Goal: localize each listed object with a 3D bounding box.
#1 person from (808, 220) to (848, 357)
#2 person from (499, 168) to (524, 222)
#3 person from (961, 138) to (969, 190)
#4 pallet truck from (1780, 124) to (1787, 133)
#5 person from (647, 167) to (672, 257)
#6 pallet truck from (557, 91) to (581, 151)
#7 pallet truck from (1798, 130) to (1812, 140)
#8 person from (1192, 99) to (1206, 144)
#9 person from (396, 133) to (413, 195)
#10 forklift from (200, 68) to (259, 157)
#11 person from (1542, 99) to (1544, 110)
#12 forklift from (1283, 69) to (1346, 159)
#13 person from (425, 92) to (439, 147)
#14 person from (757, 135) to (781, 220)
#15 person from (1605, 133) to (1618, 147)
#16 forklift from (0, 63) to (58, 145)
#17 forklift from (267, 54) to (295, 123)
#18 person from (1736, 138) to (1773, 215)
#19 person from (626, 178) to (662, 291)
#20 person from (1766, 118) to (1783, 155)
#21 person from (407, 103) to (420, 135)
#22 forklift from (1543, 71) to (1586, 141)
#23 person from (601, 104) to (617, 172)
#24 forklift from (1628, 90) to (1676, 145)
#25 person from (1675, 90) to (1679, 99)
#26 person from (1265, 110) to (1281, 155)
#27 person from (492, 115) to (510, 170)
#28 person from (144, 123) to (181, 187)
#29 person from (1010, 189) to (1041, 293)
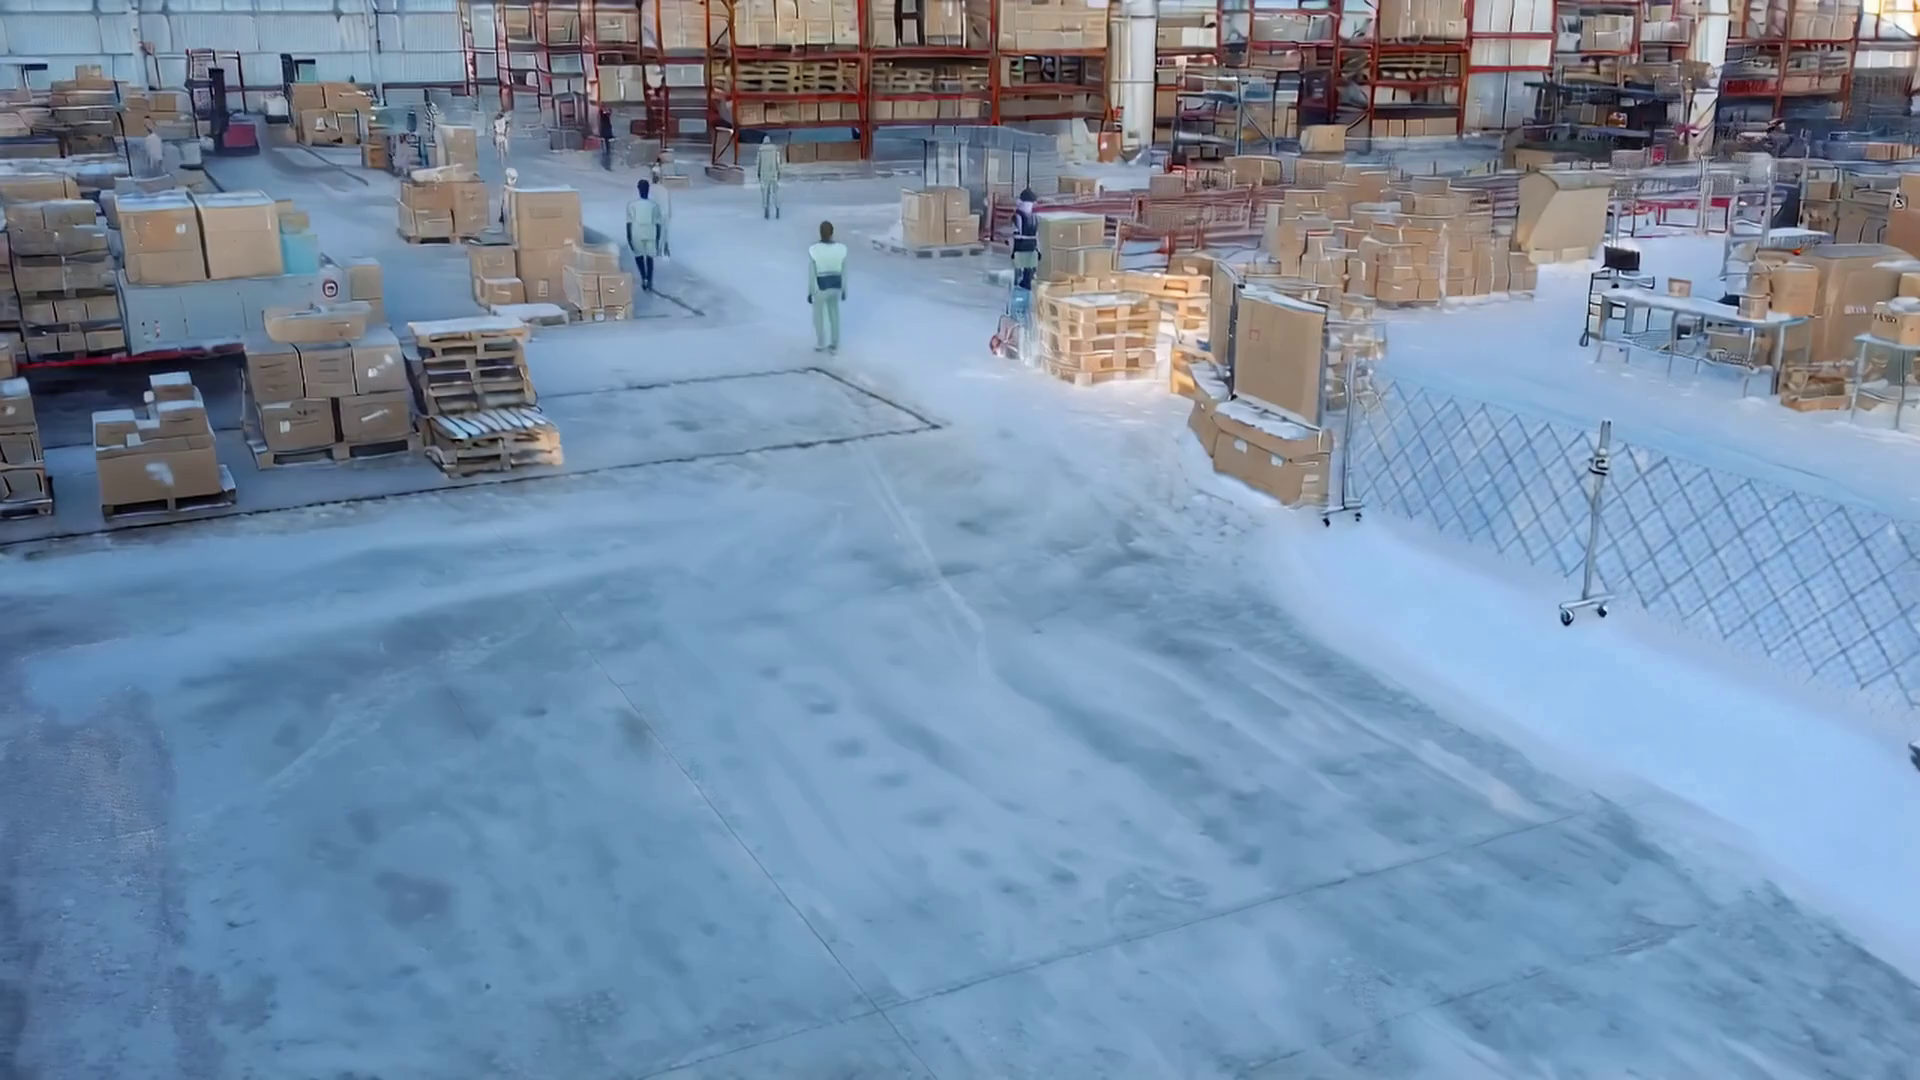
[{"bbox_3d":[-1.886,-3.549,23.474,0.640,1.895,0.598,-8,20,-24],"label":"person"},{"bbox_3d":[-8.441,-6.166,31.745,0.530,1.828,0.879,-15,23,-39],"label":"person"},{"bbox_3d":[0.103,-9.454,42.331,0.434,1.623,0.503,-15,23,-39],"label":"person"},{"bbox_3d":[25.206,-12.542,52.601,1.601,1.201,0.680,0,18,-2],"label":"pallet truck"},{"bbox_3d":[-5.959,-6.468,32.803,0.550,1.751,0.368,-6,19,-19],"label":"person"},{"bbox_3d":[-13.495,-14.412,57.188,0.823,1.965,1.885,-3,18,-9],"label":"pallet truck"},{"bbox_3d":[25.526,-11.556,49.408,1.630,1.274,0.653,-9,20,-26],"label":"pallet truck"},{"bbox_3d":[8.584,-15.119,59.887,0.549,1.682,0.428,0,18,-1],"label":"person"},{"bbox_3d":[-14.451,-9.835,43.554,0.845,1.590,0.547,-1,18,-4],"label":"person"},{"bbox_3d":[-24.369,-14.147,54.940,1.873,2.768,1.129,-9,20,-26],"label":"forklift"},{"bbox_3d":[20.202,-14.349,57.425,0.580,1.731,0.580,-5,18,-14],"label":"person"},{"bbox_3d":[11.615,-13.871,54.079,1.129,2.768,1.873,-9,20,-27],"label":"forklift"},{"bbox_3d":[-18.571,-14.811,58.576,0.390,1.912,0.589,-12,21,-33],"label":"person"},{"bbox_3d":[-4.421,-8.397,38.537,0.552,1.932,0.377,-6,19,-17],"label":"person"},{"bbox_3d":[19.208,-11.747,48.972,0.542,1.939,0.362,-10,21,-30],"label":"person"},{"bbox_3d":[-33.566,-15.610,59.499,1.873,2.768,1.129,-9,20,-26],"label":"forklift"},{"bbox_3d":[-28.406,-19.136,70.494,1.873,2.768,1.129,-9,20,-26],"label":"forklift"},{"bbox_3d":[18.816,-8.557,39.261,0.812,1.807,0.604,-6,19,-18],"label":"person"},{"bbox_3d":[-5.446,-5.255,28.722,0.632,1.942,0.459,-7,19,-21],"label":"person"},{"bbox_3d":[23.103,-11.150,47.460,0.638,1.705,0.894,-4,18,-12],"label":"person"},{"bbox_3d":[-18.167,-13.656,55.313,0.318,1.700,0.535,6,19,18],"label":"person"},{"bbox_3d":[18.685,-13.231,52.085,1.873,2.768,1.129,-9,20,-26],"label":"forklift"},{"bbox_3d":[-10.497,-12.003,49.699,0.404,1.981,0.622,-7,19,-21],"label":"person"},{"bbox_3d":[24.454,-15.136,58.021,1.873,2.768,1.129,-9,20,-26],"label":"forklift"},{"bbox_3d":[25.814,-15.419,60.331,0.396,1.992,0.623,15,23,38],"label":"person"},{"bbox_3d":[10.151,-13.131,53.807,0.521,1.608,0.641,-7,19,-20],"label":"person"},{"bbox_3d":[-13.922,-12.066,50.477,0.519,1.624,0.479,-3,18,-9],"label":"person"},{"bbox_3d":[-20.666,-9.793,42.957,0.885,1.909,0.637,1,18,4],"label":"person"},{"bbox_3d":[1.079,-4.734,27.112,0.552,1.936,0.360,-9,20,-27],"label":"person"}]
